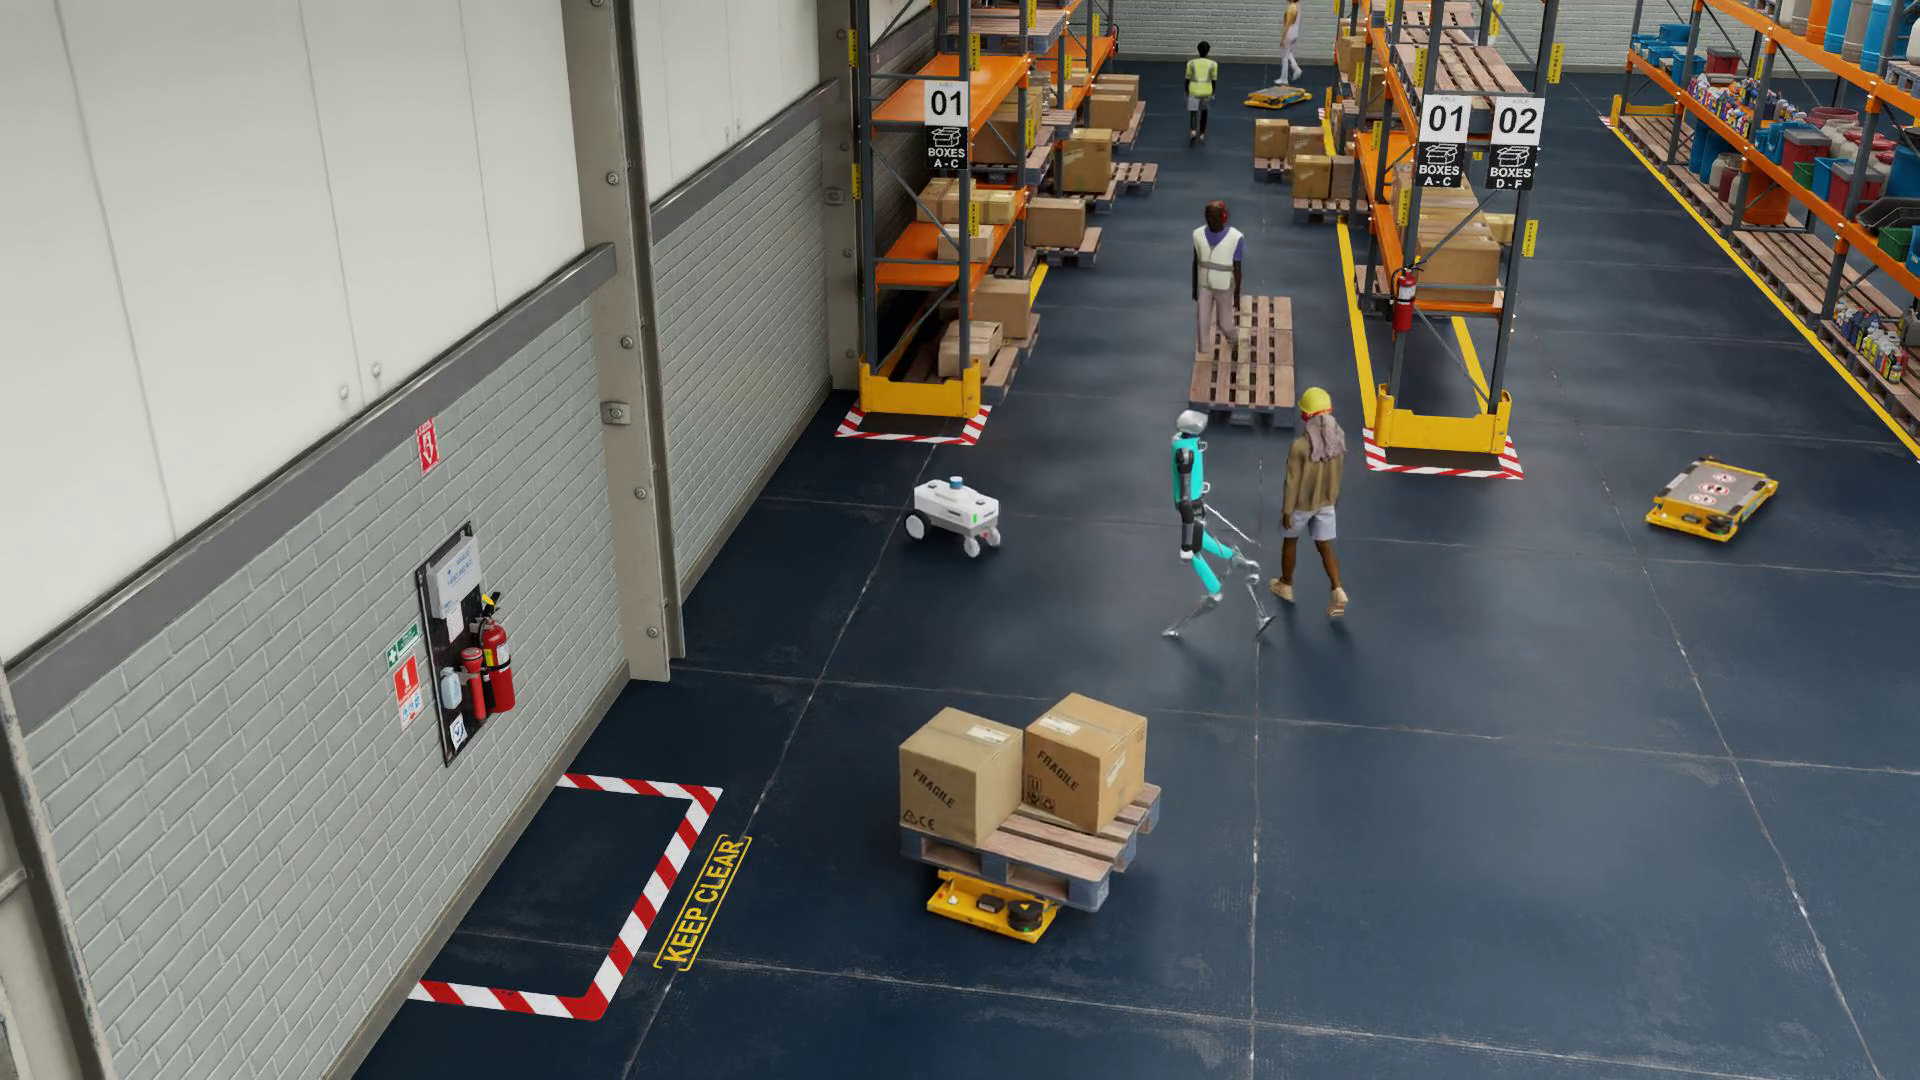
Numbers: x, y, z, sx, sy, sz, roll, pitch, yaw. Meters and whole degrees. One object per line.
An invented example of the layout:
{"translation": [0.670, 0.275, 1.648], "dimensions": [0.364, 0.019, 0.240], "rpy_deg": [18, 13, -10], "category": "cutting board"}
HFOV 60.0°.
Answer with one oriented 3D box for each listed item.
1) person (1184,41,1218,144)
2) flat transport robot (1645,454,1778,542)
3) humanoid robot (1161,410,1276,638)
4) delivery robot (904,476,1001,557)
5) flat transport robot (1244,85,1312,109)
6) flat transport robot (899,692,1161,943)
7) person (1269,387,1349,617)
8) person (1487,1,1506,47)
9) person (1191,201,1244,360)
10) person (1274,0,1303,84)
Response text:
{"translation": [3.978, -7.400, 27.539], "dimensions": [0.535, 1.669, 0.775], "rpy_deg": [3, 25, 6], "category": "person"}
{"translation": [6.407, -0.363, 14.134], "dimensions": [0.659, 0.231, 1.431], "rpy_deg": [19, 31, 35], "category": "flat transport robot"}
{"translation": [1.917, -0.043, 11.758], "dimensions": [0.981, 1.773, 0.534], "rpy_deg": [5, 25, 10], "category": "humanoid robot"}
{"translation": [-0.041, -0.226, 13.507], "dimensions": [0.802, 0.598, 0.499], "rpy_deg": [20, 32, 36], "category": "delivery robot"}
{"translation": [5.945, -8.264, 31.044], "dimensions": [0.659, 0.231, 1.431], "rpy_deg": [19, 31, 34], "category": "flat transport robot"}
{"translation": [0.424, 1.768, 9.575], "dimensions": [0.659, 0.231, 1.431], "rpy_deg": [12, 28, 24], "category": "flat transport robot"}
{"translation": [2.612, -0.272, 12.200], "dimensions": [0.532, 1.740, 0.770], "rpy_deg": [-8, 26, -17], "category": "person"}
{"translation": [10.085, -9.413, 31.789], "dimensions": [0.929, 1.706, 0.553], "rpy_deg": [1, 25, 1], "category": "person"}
{"translation": [2.654, -2.610, 17.104], "dimensions": [0.588, 1.820, 0.668], "rpy_deg": [14, 29, 28], "category": "person"}
{"translation": [6.479, -9.897, 32.681], "dimensions": [0.442, 1.847, 0.524], "rpy_deg": [18, 31, 34], "category": "person"}
